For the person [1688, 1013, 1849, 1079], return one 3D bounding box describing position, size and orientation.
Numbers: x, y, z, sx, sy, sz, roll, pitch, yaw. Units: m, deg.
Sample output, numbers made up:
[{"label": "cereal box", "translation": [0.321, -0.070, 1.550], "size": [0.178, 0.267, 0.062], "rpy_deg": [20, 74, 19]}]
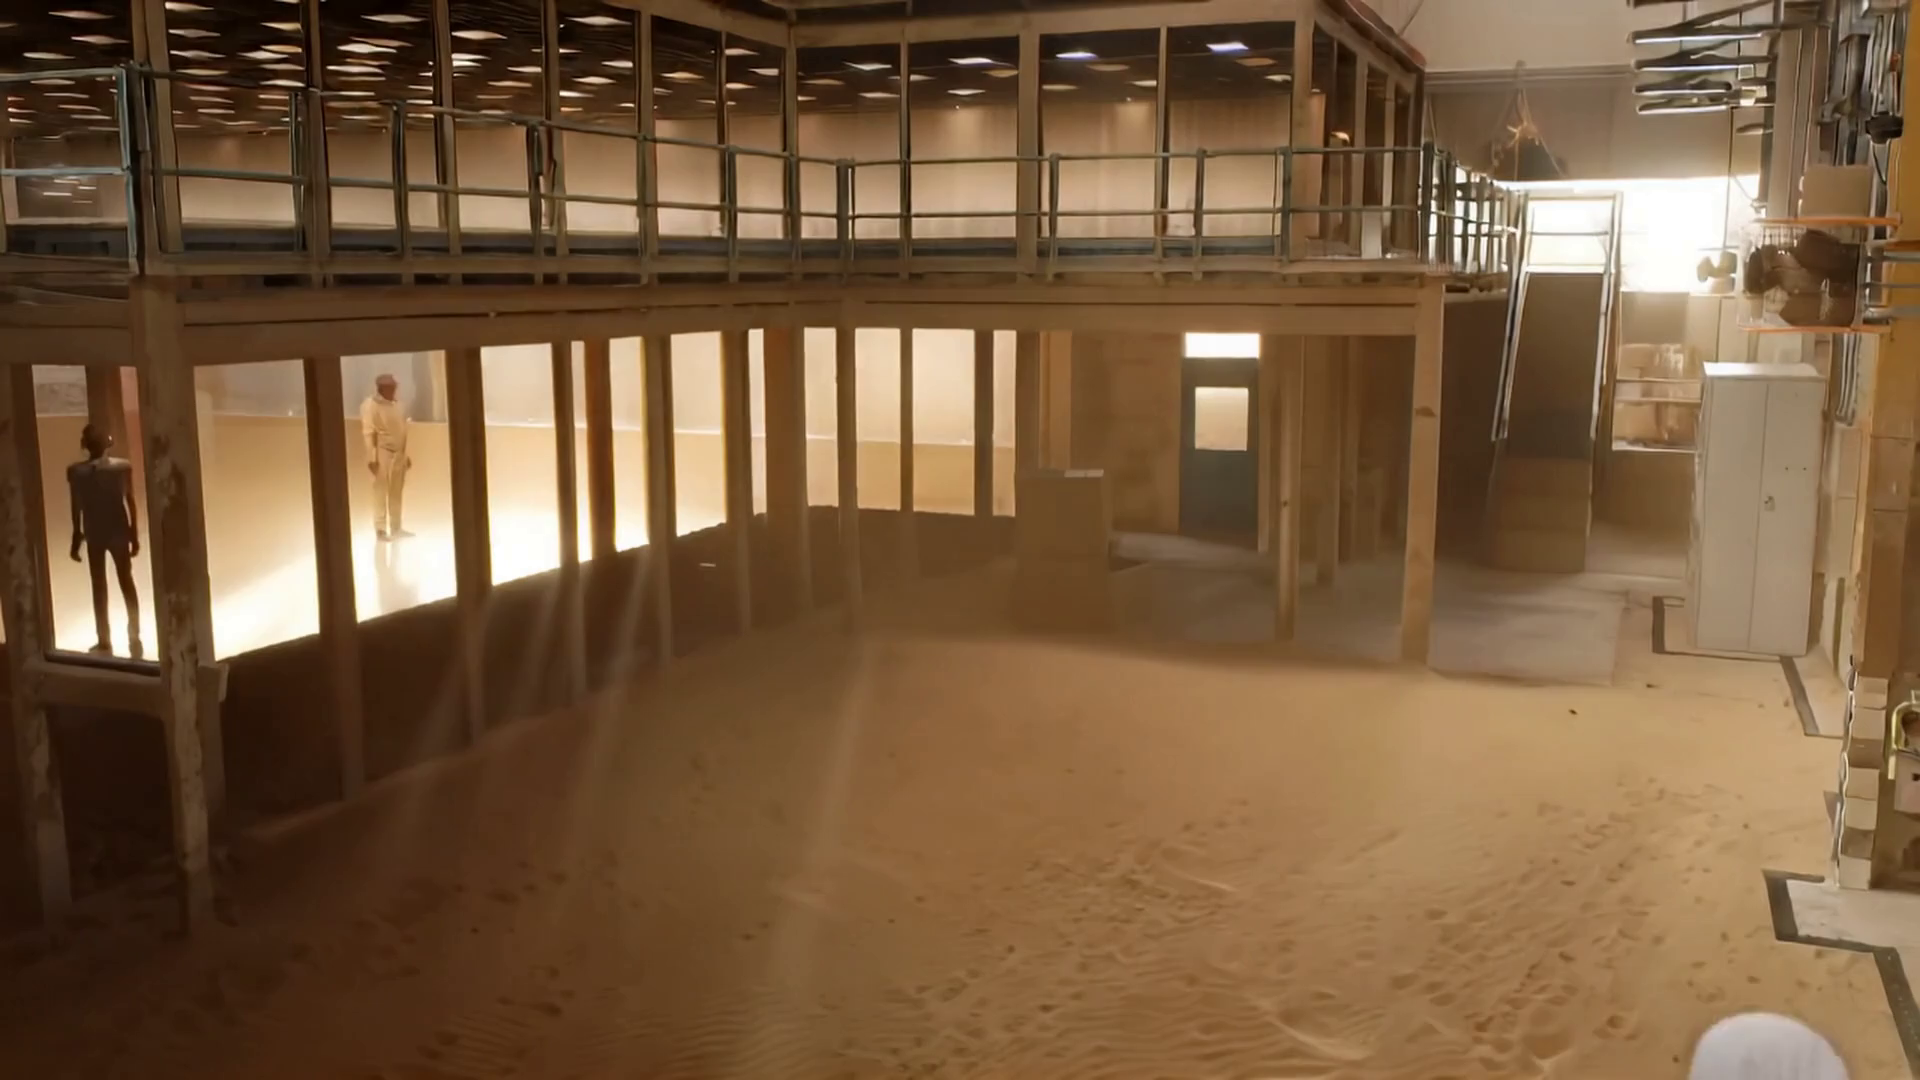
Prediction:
[{"label": "person", "translation": [1.226, 1.683, 2.531], "size": [0.630, 1.946, 0.973], "rpy_deg": [1, 9, 6]}]
